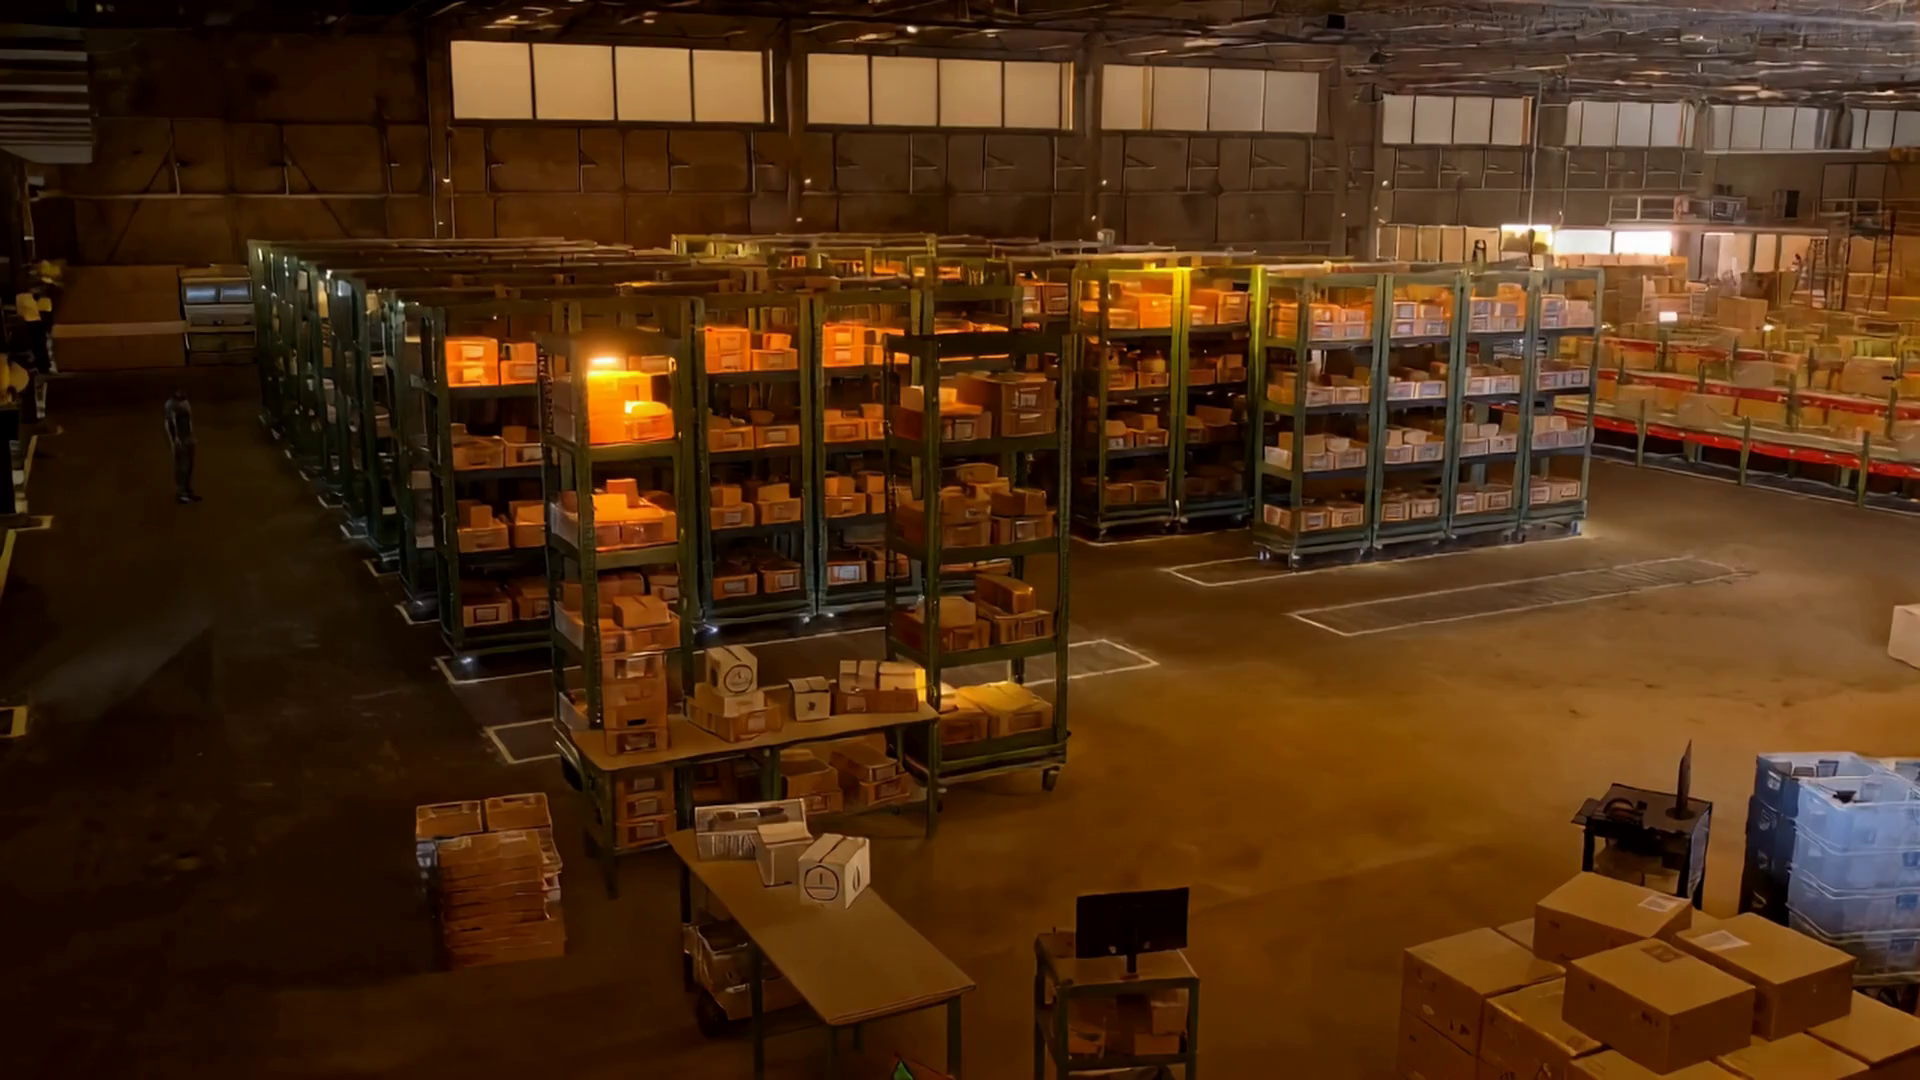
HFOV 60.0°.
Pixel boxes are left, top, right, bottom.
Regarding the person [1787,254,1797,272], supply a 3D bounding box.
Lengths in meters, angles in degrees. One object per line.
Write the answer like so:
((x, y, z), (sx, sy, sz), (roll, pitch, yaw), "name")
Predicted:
((34.435, -10.911, 68.886), (0.355, 1.887, 0.573), (10, 15, 38), "person")

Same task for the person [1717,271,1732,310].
((24.078, -7.430, 52.383), (0.442, 2.016, 0.734), (-2, 12, -7), "person")

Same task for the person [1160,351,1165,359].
((5.563, -5.647, 44.253), (0.663, 1.887, 0.495), (5, 13, 21), "person")

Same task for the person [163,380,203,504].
((-11.632, -1.465, 24.819), (0.388, 1.837, 0.564), (0, 12, 2), "person")

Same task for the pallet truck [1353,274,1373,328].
((13.011, -8.050, 55.243), (0.823, 1.965, 1.885), (-7, 14, -28), "pallet truck")
